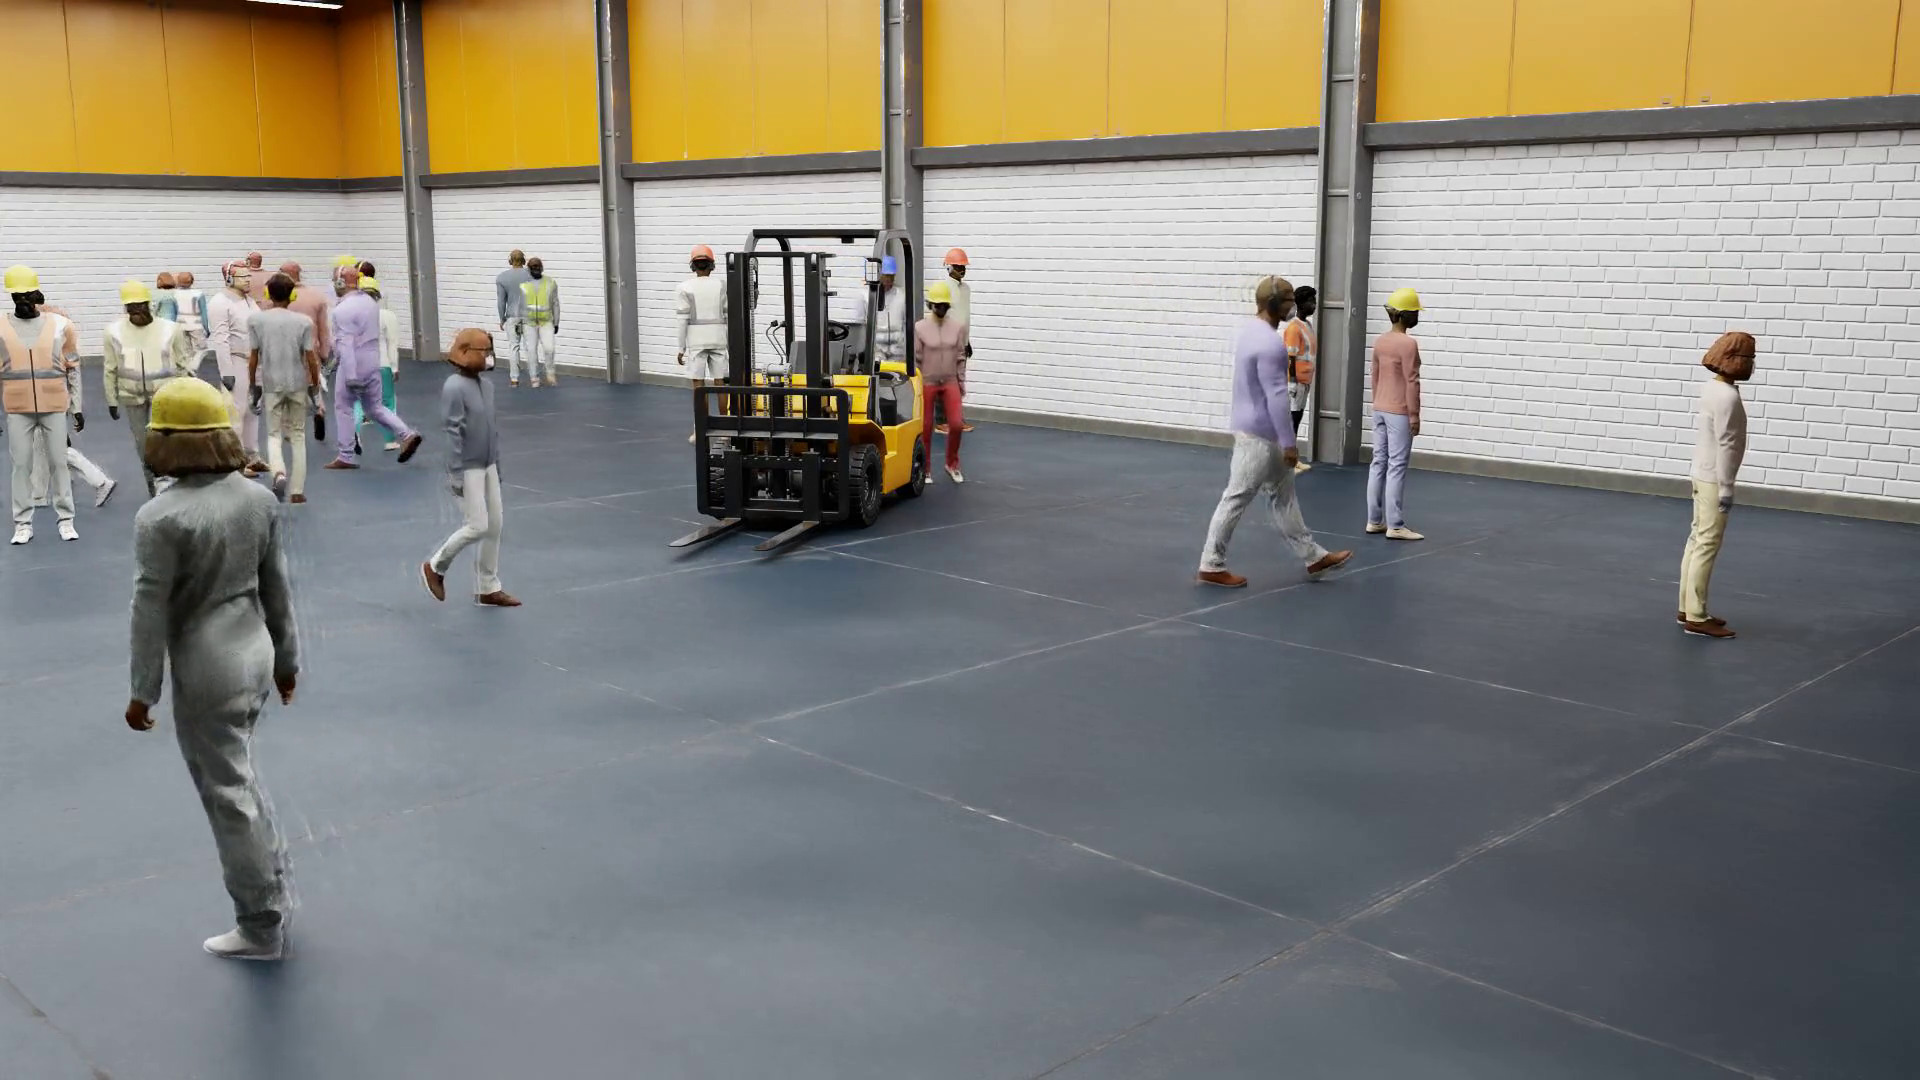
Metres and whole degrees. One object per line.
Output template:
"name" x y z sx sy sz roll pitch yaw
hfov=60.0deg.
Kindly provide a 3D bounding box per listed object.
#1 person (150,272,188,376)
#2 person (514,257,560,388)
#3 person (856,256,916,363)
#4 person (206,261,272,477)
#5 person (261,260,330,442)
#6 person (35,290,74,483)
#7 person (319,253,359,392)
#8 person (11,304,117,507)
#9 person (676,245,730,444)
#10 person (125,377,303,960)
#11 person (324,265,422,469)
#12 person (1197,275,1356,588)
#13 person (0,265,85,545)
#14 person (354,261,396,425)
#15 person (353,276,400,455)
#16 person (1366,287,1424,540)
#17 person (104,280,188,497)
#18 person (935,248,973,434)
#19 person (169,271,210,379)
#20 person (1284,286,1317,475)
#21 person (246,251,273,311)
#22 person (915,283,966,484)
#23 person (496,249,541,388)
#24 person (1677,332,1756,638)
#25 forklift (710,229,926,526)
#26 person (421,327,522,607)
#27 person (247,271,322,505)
"person" -11.610 -3.128 24.425 0.849 1.589 0.512 4 11 21
"person" -5.943 -3.051 23.368 0.637 1.827 0.438 -3 11 -15
"person" -0.719 -1.936 17.038 0.632 1.905 0.941 -3 11 -18
"person" -6.368 -1.519 14.794 0.410 1.908 0.643 1 10 5
"person" -6.800 -1.924 17.080 0.652 1.887 0.709 -6 12 -31
"person" -7.831 -1.294 14.138 0.314 1.695 0.540 5 12 27
"person" -8.283 -2.899 22.358 0.824 1.895 0.588 -1 10 -6
"person" -7.041 -1.035 12.965 0.768 1.610 0.526 -2 11 -11
"person" -2.604 -1.992 17.024 0.605 2.034 0.392 -4 11 -20
"person" -2.196 0.392 4.873 0.466 1.728 0.490 3 11 16
"person" -5.414 -1.577 15.218 0.795 1.873 0.669 2 11 9
"person" 1.910 -0.634 10.017 1.013 1.884 0.655 1 10 3
"person" -6.411 -0.932 11.536 0.594 1.924 0.382 -6 12 -28
"person" -6.646 -2.189 18.656 0.797 1.836 0.511 5 12 27
"person" -5.763 -1.700 16.256 0.522 1.740 0.780 0 10 1
"person" 3.085 -0.886 11.725 0.316 1.769 0.523 -3 11 -16
"person" -6.481 -1.178 13.272 0.594 1.796 0.899 -3 11 -18
"person" -0.054 -2.147 17.977 0.397 1.992 0.623 7 12 33
"person" -10.869 -2.972 23.458 0.537 1.624 0.455 0 10 1
"person" 3.020 -1.428 14.898 0.322 1.691 0.532 5 11 25
"person" -9.807 -3.072 23.246 0.651 1.913 0.410 -8 13 -36
"person" -0.196 -1.323 14.199 0.533 1.732 0.507 -4 11 -21
"person" -6.174 -3.107 23.368 0.632 1.940 0.372 -3 11 -18
"person" 4.056 -0.298 8.902 0.272 1.627 0.500 2 11 13
"forklift" -1.050 -1.319 12.920 1.214 2.155 2.313 2 11 13
"person" -2.801 -0.400 9.469 0.461 1.615 0.514 2 11 13
"person" -5.298 -1.169 13.036 0.541 1.851 0.533 -3 11 -17
